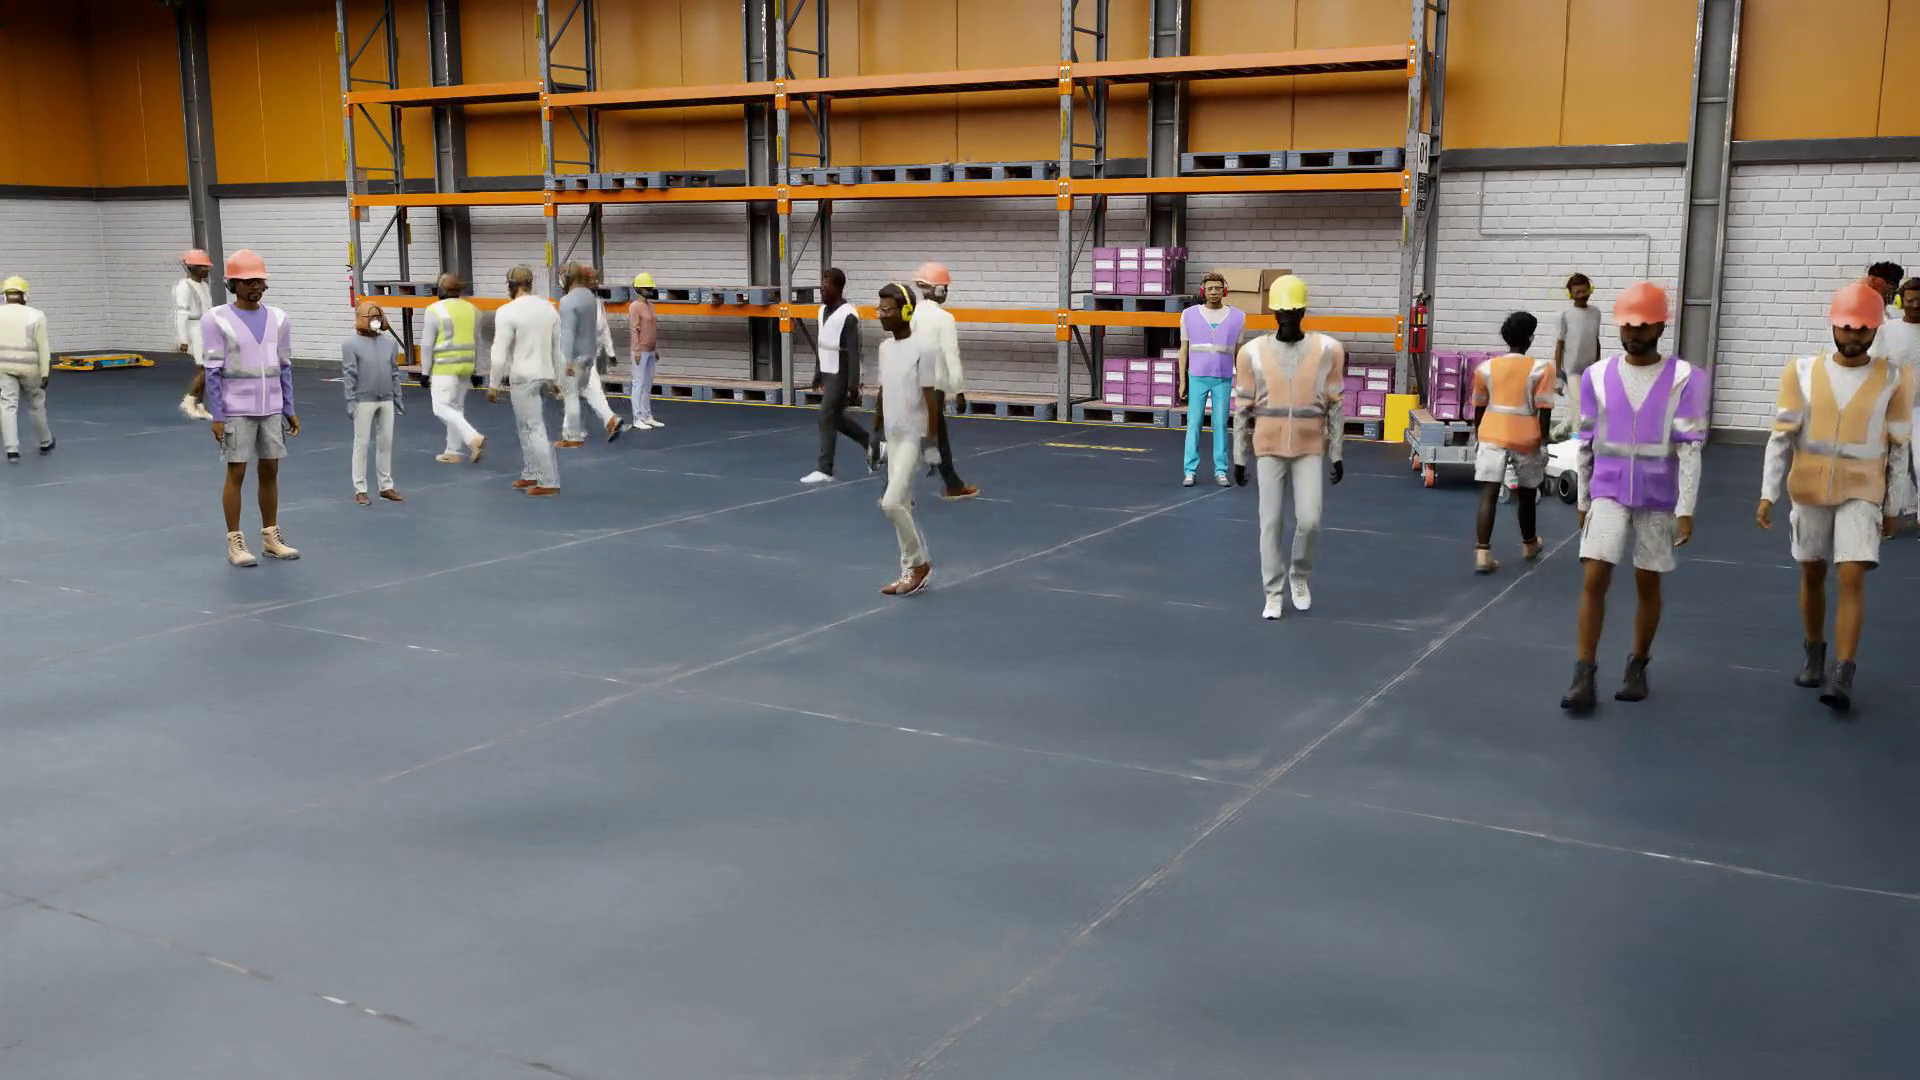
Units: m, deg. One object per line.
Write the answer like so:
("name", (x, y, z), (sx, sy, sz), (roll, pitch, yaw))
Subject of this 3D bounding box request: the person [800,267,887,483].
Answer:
("person", (-1.035, -1.462, 14.706), (0.828, 1.893, 0.594), (-5, 11, -26))

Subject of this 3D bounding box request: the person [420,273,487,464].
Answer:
("person", (-4.747, -1.597, 15.671), (0.737, 1.819, 0.634), (5, 11, 28))

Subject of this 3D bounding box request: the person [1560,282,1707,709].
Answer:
("person", (2.962, -0.169, 7.350), (0.547, 1.907, 0.842), (6, 12, 30))

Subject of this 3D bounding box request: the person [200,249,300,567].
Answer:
("person", (-4.590, -0.856, 10.835), (0.394, 2.044, 0.609), (7, 12, 36))

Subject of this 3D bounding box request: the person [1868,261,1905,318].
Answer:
("person", (7.242, -1.232, 13.213), (0.432, 1.942, 0.650), (10, 14, 44))

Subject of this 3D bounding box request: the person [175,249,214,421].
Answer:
("person", (-8.960, -2.403, 19.635), (0.435, 2.029, 0.603), (-1, 10, -3))

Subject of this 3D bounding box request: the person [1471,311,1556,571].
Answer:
("person", (3.554, -0.639, 10.694), (0.548, 1.644, 0.895), (7, 12, 35))

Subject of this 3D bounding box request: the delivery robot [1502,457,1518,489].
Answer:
("delivery robot", (4.514, -0.639, 13.554), (0.477, 0.478, 0.707), (3, 11, 17))

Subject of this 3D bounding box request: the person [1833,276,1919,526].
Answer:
("person", (6.777, -1.008, 12.279), (0.804, 1.839, 0.622), (-5, 11, -25))

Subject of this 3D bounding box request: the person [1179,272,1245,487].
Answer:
("person", (2.165, -1.378, 14.346), (0.563, 1.847, 0.390), (0, 10, 2))

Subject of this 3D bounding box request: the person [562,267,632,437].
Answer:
("person", (-3.933, -2.005, 17.912), (0.942, 1.830, 0.603), (3, 11, 18))

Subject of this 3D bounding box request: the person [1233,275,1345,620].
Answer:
("person", (1.811, -0.501, 9.192), (0.619, 1.909, 0.418), (2, 10, 11))

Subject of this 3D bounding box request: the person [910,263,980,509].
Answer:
("person", (-0.254, -1.223, 13.218), (1.039, 1.944, 0.645), (-7, 12, -36))

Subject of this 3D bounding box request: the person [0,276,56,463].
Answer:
("person", (-9.119, -1.654, 16.124), (0.612, 1.768, 0.951), (-2, 10, -14))

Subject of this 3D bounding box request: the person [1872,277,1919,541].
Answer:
("person", (6.657, -0.908, 11.698), (0.510, 1.856, 0.524), (5, 11, 27))

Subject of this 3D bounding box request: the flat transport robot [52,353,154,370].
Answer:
("flat transport robot", (-14.467, -3.016, 28.081), (0.652, 0.197, 1.431), (5, 11, 27))

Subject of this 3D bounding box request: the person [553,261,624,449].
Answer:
("person", (-3.839, -1.869, 16.907), (0.647, 1.927, 0.642), (3, 10, 15))

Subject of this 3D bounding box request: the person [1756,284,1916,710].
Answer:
("person", (3.937, -0.193, 7.518), (0.570, 1.891, 0.957), (7, 12, 35))

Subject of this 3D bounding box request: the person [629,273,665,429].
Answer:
("person", (-3.575, -2.148, 18.935), (0.313, 1.768, 0.527), (3, 10, 15))

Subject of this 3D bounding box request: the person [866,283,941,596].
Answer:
("person", (-0.353, -0.573, 9.776), (0.439, 1.851, 0.550), (-7, 12, -36))

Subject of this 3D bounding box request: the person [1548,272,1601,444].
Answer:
("person", (5.639, -1.544, 15.333), (0.530, 1.837, 0.699), (-4, 11, -21))

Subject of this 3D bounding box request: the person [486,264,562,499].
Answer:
("person", (-3.617, -1.294, 13.665), (0.745, 1.910, 0.635), (5, 11, 24))

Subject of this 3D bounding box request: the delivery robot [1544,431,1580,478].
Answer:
("delivery robot", (5.058, -0.649, 13.608), (0.477, 0.478, 0.707), (-2, 10, -11))

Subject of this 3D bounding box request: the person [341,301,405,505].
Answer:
("person", (-4.721, -1.105, 13.403), (0.266, 1.631, 0.507), (8, 13, 38))
